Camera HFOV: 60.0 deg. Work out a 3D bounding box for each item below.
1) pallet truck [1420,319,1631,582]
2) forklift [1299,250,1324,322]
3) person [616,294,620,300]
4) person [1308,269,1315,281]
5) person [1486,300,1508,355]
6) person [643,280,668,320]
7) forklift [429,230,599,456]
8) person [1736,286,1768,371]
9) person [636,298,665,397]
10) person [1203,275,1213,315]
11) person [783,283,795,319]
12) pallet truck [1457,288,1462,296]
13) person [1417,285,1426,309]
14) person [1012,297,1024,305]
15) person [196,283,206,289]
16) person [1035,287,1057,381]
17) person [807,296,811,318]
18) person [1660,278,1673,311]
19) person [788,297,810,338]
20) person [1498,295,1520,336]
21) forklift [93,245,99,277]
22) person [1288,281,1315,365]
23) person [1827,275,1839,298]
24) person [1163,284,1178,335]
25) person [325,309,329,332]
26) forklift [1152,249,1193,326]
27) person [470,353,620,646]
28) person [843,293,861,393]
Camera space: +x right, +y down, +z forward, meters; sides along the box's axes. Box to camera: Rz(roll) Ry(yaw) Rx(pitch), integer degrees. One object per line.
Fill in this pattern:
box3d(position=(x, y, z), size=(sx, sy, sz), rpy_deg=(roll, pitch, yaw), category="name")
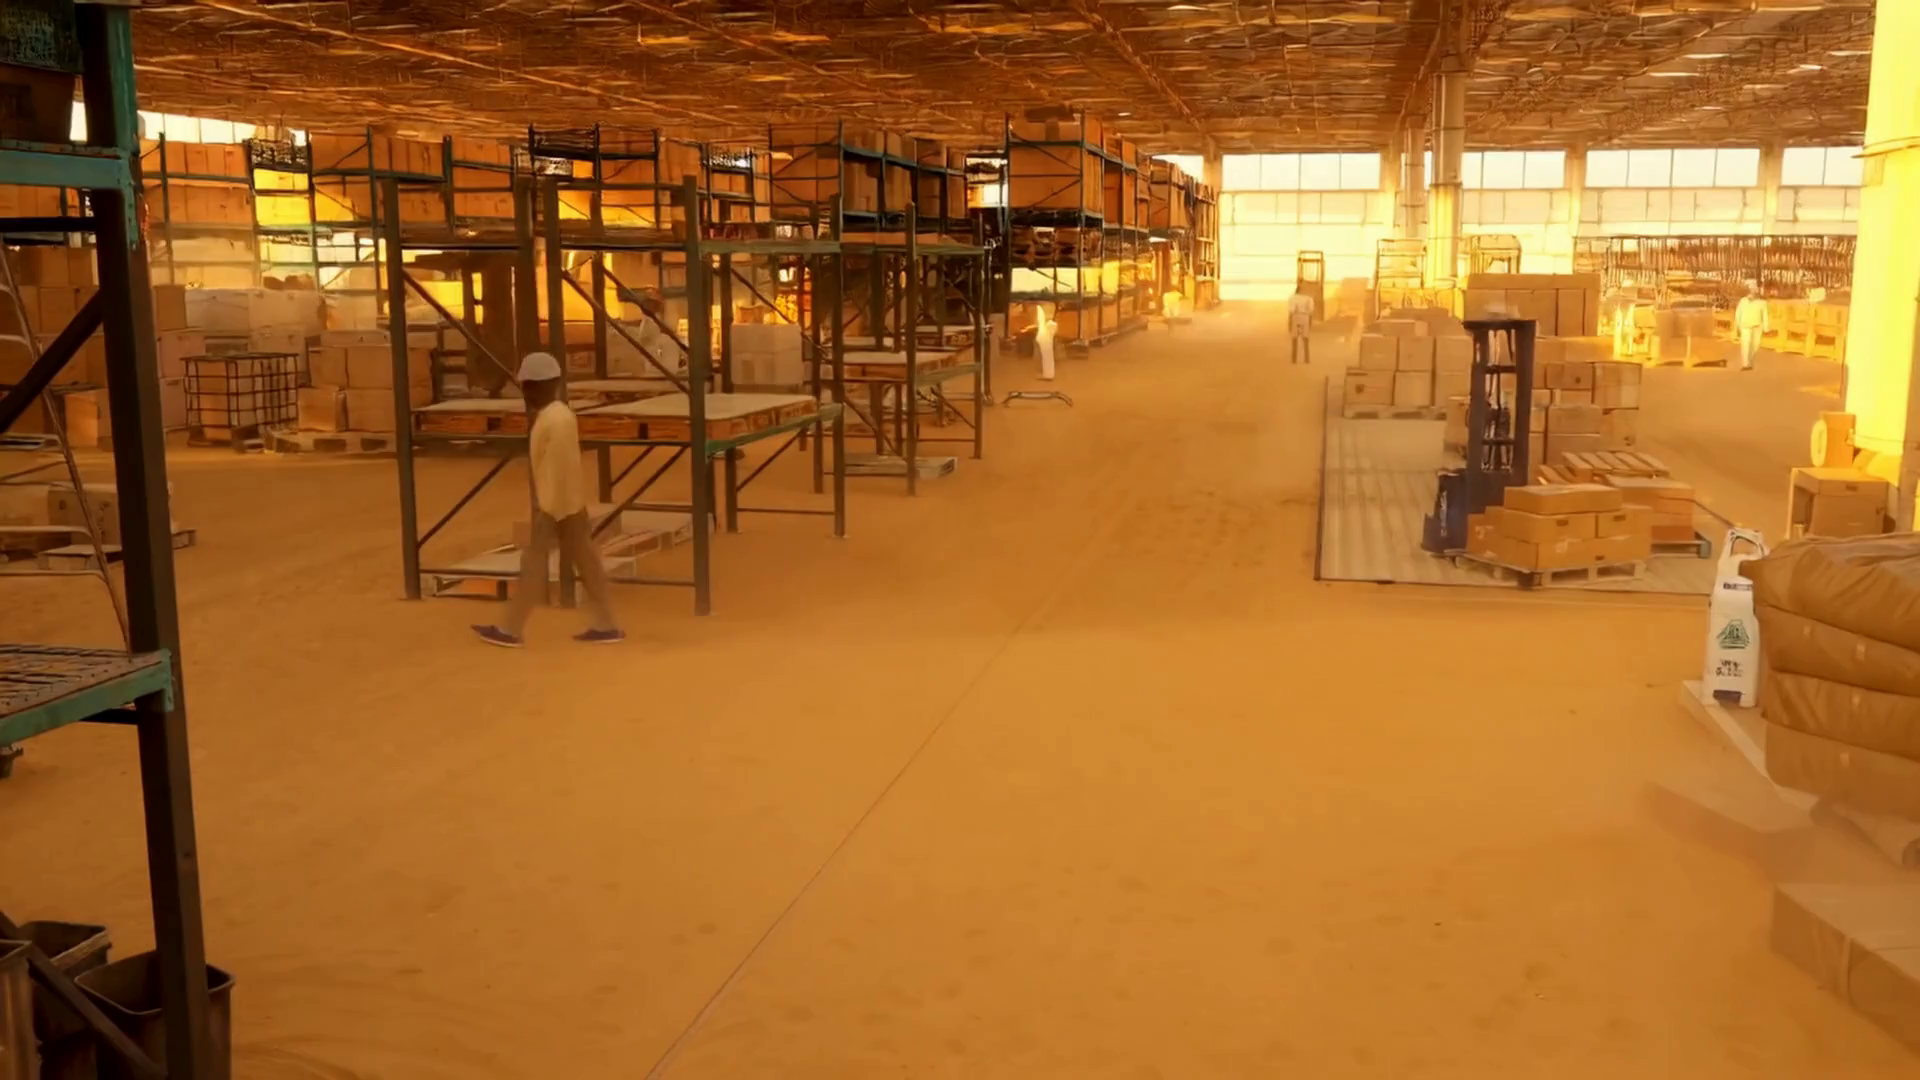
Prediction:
box3d(position=(4.543, -0.757, 13.299), size=(0.823, 1.965, 1.885), rpy_deg=(-4, 10, -22), category="pallet truck")
box3d(position=(13.778, -10.002, 65.433), size=(1.129, 2.768, 1.873), rpy_deg=(2, 10, 12), category="forklift")
box3d(position=(-8.447, -5.243, 40.953), size=(0.524, 1.632, 0.314), rpy_deg=(0, 10, -1), category="person")
box3d(position=(17.653, -12.617, 83.536), size=(0.379, 1.996, 0.609), rpy_deg=(6, 11, 31), category="person")
box3d(position=(7.497, -2.380, 23.189), size=(0.571, 1.902, 0.859), rpy_deg=(-9, 13, -44), category="person")
box3d(position=(-8.390, -6.218, 45.903), size=(0.635, 1.910, 0.828), rpy_deg=(2, 10, 11), category="person")
box3d(position=(-5.577, -2.467, 20.813), size=(1.873, 2.768, 1.129), rpy_deg=(2, 10, 12), category="forklift")
box3d(position=(17.754, -4.750, 37.307), size=(0.639, 1.871, 0.881), rpy_deg=(4, 10, 20), category="person")
box3d(position=(-5.163, -3.138, 27.915), size=(0.444, 1.820, 0.639), rpy_deg=(-5, 11, -29), category="person")
box3d(position=(11.088, -10.961, 74.412), size=(0.329, 1.765, 0.533), rpy_deg=(-7, 12, -36), category="person")
box3d(position=(-5.776, -7.859, 56.278), size=(0.317, 1.686, 0.573), rpy_deg=(6, 11, 30), category="person")
box3d(position=(20.506, -9.785, 68.819), size=(0.653, 1.274, 1.630), rpy_deg=(2, 10, 12), category="pallet truck")
box3d(position=(15.582, -7.775, 56.007), size=(0.348, 1.607, 0.656), rpy_deg=(9, 13, 42), category="person")
box3d(position=(2.039, -8.363, 59.026), size=(0.530, 1.768, 0.312), rpy_deg=(9, 13, 42), category="person")
box3d(position=(-19.380, -5.628, 42.511), size=(1.078, 1.872, 0.548), rpy_deg=(6, 11, 30), category="person")
box3d(position=(1.762, -4.191, 33.930), size=(0.407, 1.906, 0.642), rpy_deg=(6, 11, 32), category="person")
box3d(position=(-5.631, -9.164, 64.159), size=(0.501, 1.632, 0.287), rpy_deg=(0, 10, -2), category="person")
box3d(position=(24.657, -8.226, 58.067), size=(0.403, 1.819, 0.601), rpy_deg=(7, 12, 34), category="person")
box3d(position=(-3.640, -4.655, 37.455), size=(0.543, 1.623, 0.376), rpy_deg=(-3, 10, -17), category="person")
box3d(position=(7.878, -2.552, 23.802), size=(0.932, 2.000, 0.766), rpy_deg=(-1, 10, -8), category="person")
box3d(position=(-22.138, -6.282, 43.404), size=(1.873, 2.768, 1.129), rpy_deg=(0, 10, -1), category="forklift")
box3d(position=(8.004, -5.084, 39.022), size=(0.608, 1.963, 0.371), rpy_deg=(3, 10, 18), category="person")
box3d(position=(37.641, -10.496, 71.570), size=(0.967, 1.803, 0.574), rpy_deg=(2, 10, 11), category="person")
box3d(position=(6.856, -7.523, 54.302), size=(0.643, 1.657, 0.697), rpy_deg=(7, 12, 35), category="person")
box3d(position=(-15.048, -4.915, 38.921), size=(0.816, 1.655, 0.550), rpy_deg=(-5, 11, -30), category="person")
box3d(position=(7.646, -9.320, 61.395), size=(1.873, 2.768, 1.129), rpy_deg=(2, 10, 11), category="forklift")
box3d(position=(-2.653, -0.247, 10.631), size=(0.971, 1.872, 0.611), rpy_deg=(0, 10, 0), category="person")
box3d(position=(-2.079, -3.640, 30.762), size=(0.509, 1.868, 0.328), rpy_deg=(2, 10, 12), category="person")
